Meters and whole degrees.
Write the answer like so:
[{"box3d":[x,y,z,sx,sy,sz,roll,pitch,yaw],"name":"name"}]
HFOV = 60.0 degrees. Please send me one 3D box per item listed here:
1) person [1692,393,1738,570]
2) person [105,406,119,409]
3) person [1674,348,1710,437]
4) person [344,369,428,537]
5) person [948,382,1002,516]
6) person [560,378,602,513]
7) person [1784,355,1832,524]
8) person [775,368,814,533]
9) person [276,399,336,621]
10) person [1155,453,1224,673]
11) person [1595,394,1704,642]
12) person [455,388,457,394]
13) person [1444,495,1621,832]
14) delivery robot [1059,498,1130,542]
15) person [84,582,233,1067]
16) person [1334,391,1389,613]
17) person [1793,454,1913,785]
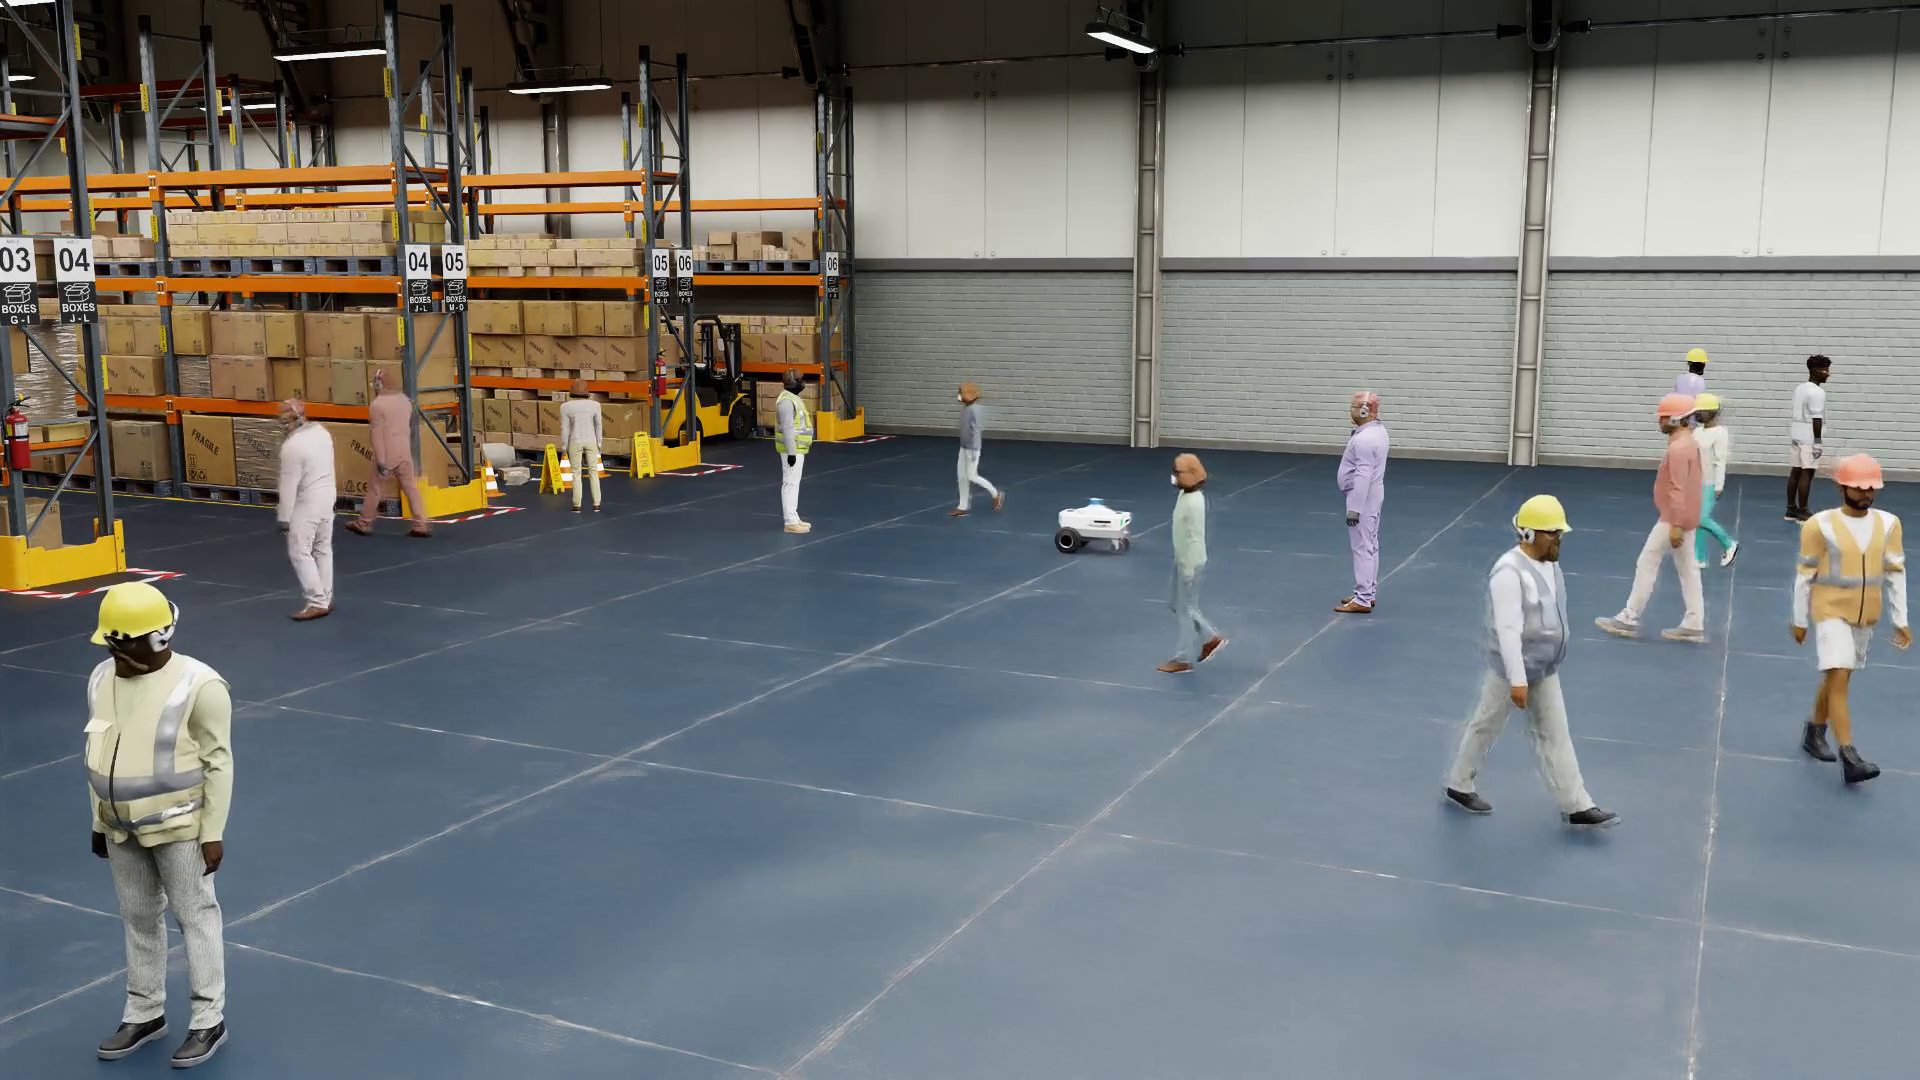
[{"box3d":[7.293,-0.551,16.174,0.466,1.751,0.541,-1,9,-7],"name":"person"},{"box3d":[-13.512,-2.294,26.162,1.062,2.000,0.607,3,10,16],"name":"person"},{"box3d":[9.463,-1.514,21.537,0.370,1.929,0.585,-1,9,-8],"name":"person"},{"box3d":[-6.317,-0.947,18.295,0.994,1.856,0.640,4,10,24],"name":"person"},{"box3d":[0.173,-1.082,19.828,0.575,1.619,0.506,-4,10,-25],"name":"person"},{"box3d":[-4.584,-1.144,20.168,0.498,1.634,0.283,-4,10,-21],"name":"person"},{"box3d":[9.855,-1.171,19.324,0.369,1.963,0.608,1,9,3],"name":"person"},{"box3d":[-1.858,-1.006,18.679,0.429,1.846,0.632,0,9,0],"name":"person"},{"box3d":[-5.530,-0.267,14.087,0.422,1.874,0.738,2,9,12],"name":"person"},{"box3d":[1.676,0.172,12.119,0.421,1.620,0.525,0,9,-2],"name":"person"},{"box3d":[5.553,-0.181,13.254,0.908,1.957,0.664,6,11,34],"name":"person"},{"box3d":[-8.840,-2.668,28.269,0.536,2.000,0.674,9,13,43],"name":"person"},{"box3d":[2.999,0.645,8.762,0.612,1.779,0.958,-8,12,-41],"name":"person"},{"box3d":[1.404,-0.190,17.332,0.707,0.478,0.477,3,10,19],"name":"delivery robot"},{"box3d":[-2.986,1.046,6.167,0.588,1.822,0.403,2,10,14],"name":"person"},{"box3d":[3.449,-0.327,14.317,0.411,1.913,0.643,4,10,23],"name":"person"},{"box3d":[5.194,0.444,9.656,0.552,1.881,0.997,0,9,-3],"name":"person"}]
